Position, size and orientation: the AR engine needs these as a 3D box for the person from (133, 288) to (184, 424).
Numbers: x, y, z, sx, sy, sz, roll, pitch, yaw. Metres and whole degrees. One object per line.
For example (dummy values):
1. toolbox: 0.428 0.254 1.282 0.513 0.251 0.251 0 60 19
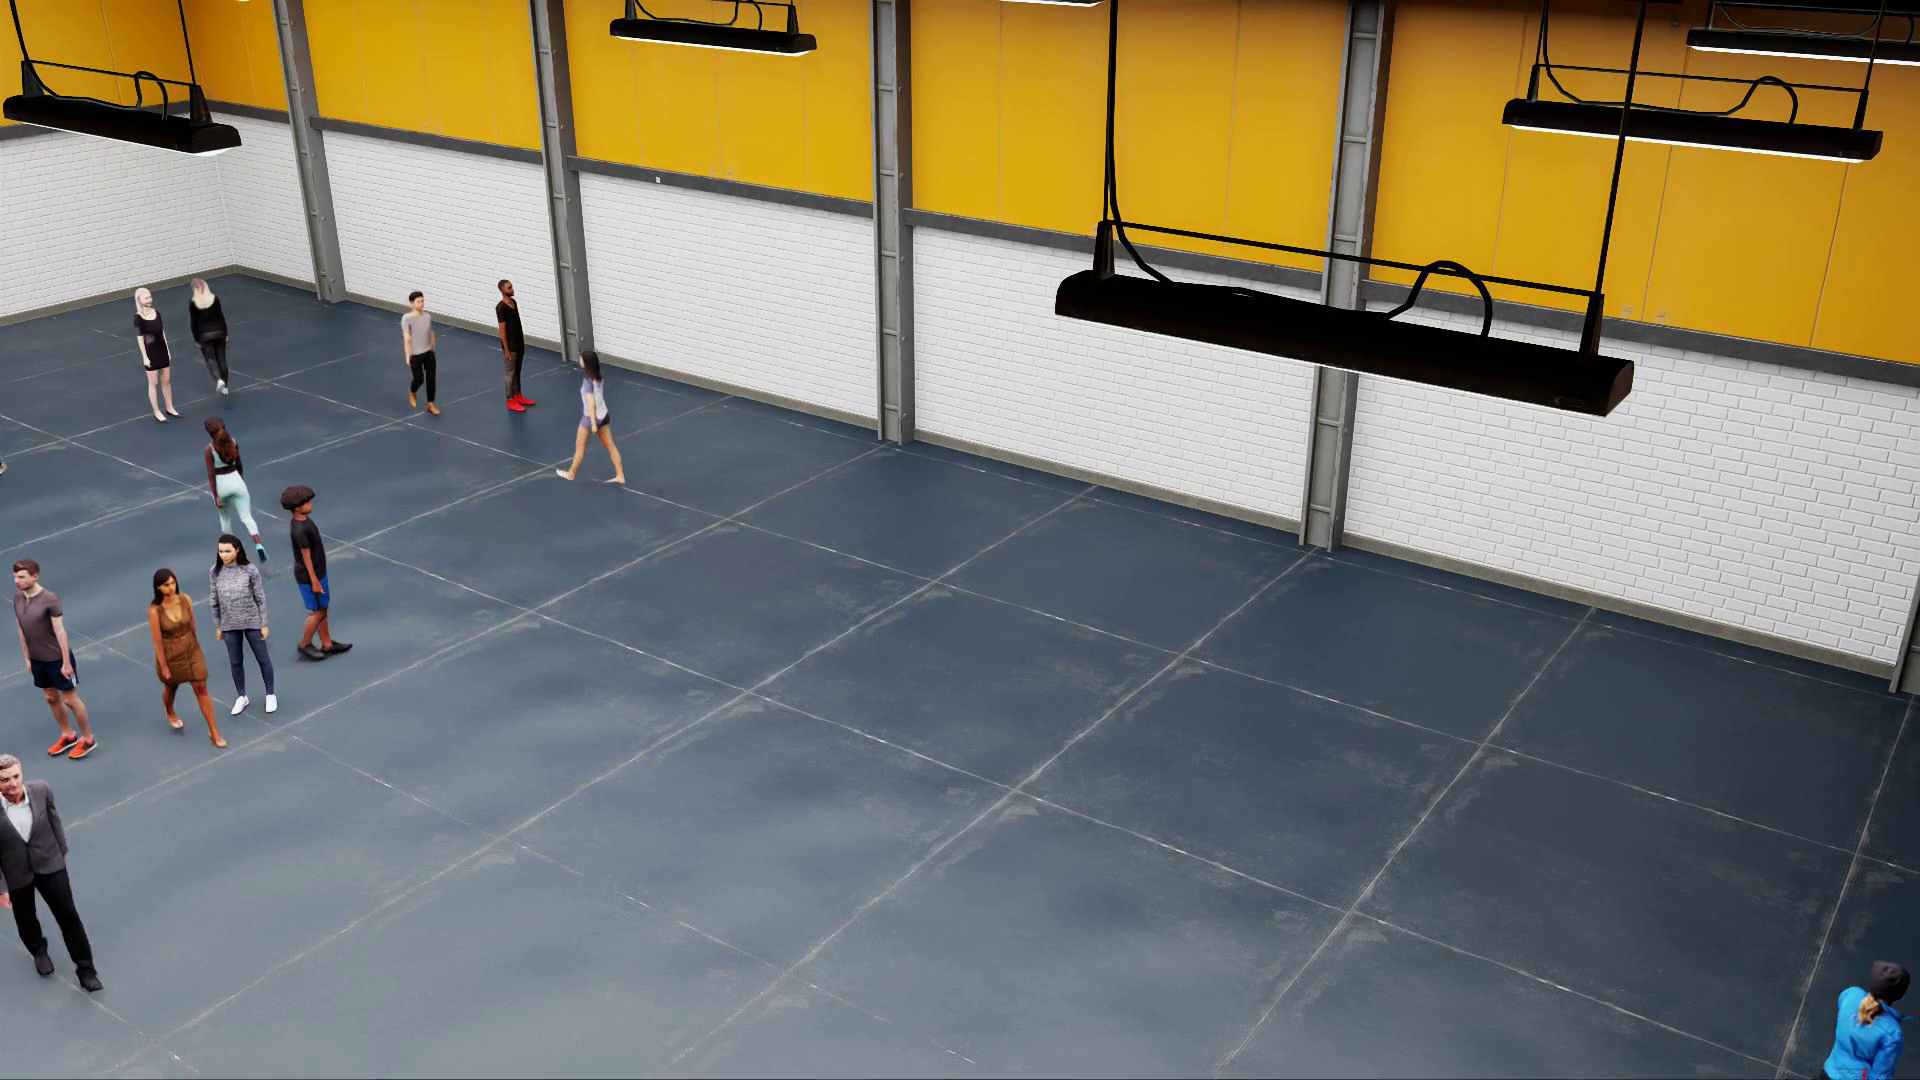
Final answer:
1. person: -10.804 -2.486 22.305 0.550 1.832 0.605 9 25 20

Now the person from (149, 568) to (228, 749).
1. person: -6.871 1.017 14.523 1.065 1.645 0.601 17 29 34

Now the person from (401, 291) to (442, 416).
1. person: -7.368 -2.554 22.615 0.696 1.707 0.839 -21 31 -39

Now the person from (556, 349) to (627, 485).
1. person: -4.314 -1.442 20.098 1.177 1.686 0.906 4 24 9

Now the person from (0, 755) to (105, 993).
1. person: -6.459 2.252 11.498 0.865 1.805 1.185 -20 30 -37

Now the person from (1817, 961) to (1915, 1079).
1. person: 5.000 3.157 9.495 1.136 1.752 1.173 -7 25 -16

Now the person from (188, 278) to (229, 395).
1. person: -10.453 -2.810 23.251 0.761 1.668 0.822 -12 26 -26

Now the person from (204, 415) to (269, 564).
1. person: -7.826 -0.504 17.934 0.707 1.700 1.105 -21 31 -40

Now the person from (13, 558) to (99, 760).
1. person: -7.806 1.003 14.299 0.591 1.851 0.756 6 24 14

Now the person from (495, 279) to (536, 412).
1. person: -6.151 -2.689 22.801 0.674 1.806 0.707 5 24 10

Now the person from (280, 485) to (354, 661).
1. person: -6.261 0.318 15.945 0.878 1.788 0.830 -7 25 -15

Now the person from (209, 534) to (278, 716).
1. person: -6.486 0.744 15.040 0.673 1.732 0.744 -3 24 -6
